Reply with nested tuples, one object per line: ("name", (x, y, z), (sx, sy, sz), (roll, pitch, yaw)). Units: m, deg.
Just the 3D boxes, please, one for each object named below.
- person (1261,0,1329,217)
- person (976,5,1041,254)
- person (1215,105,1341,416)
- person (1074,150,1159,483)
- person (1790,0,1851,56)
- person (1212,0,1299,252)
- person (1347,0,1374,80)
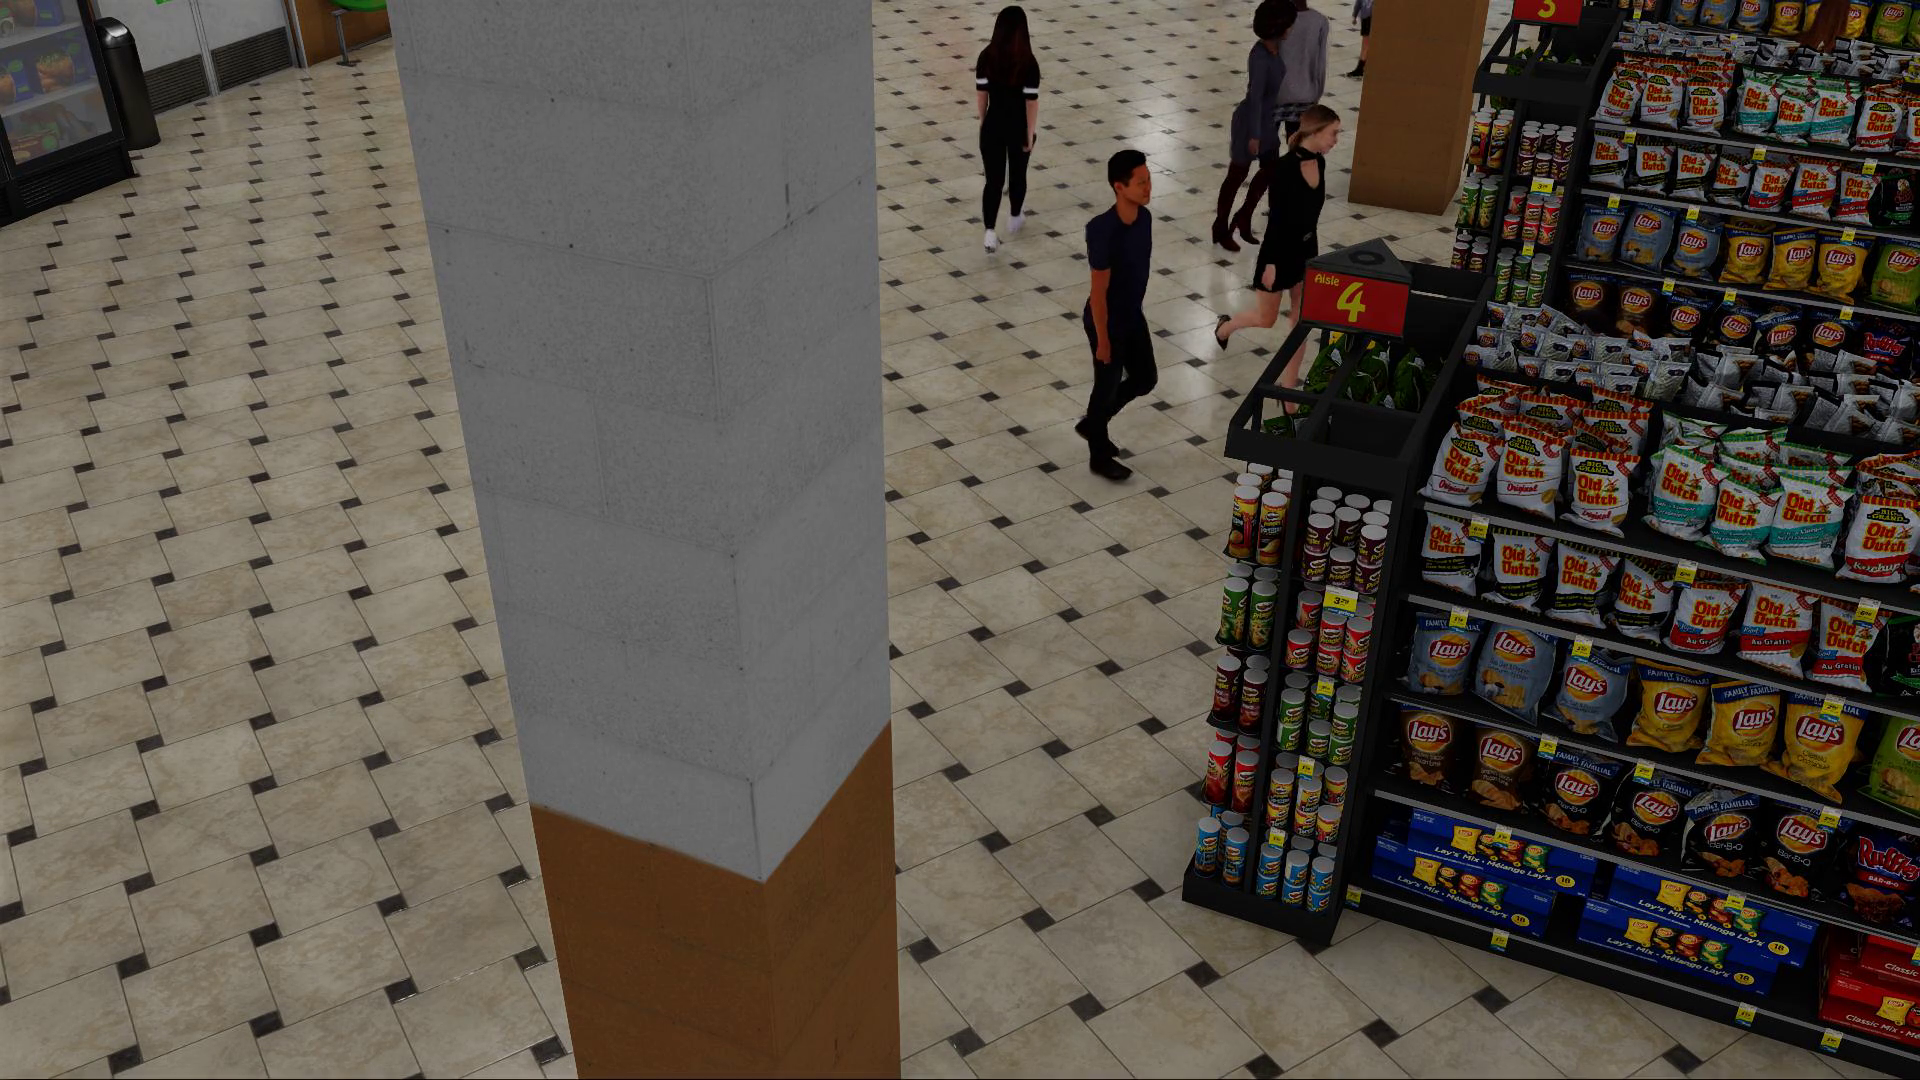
("person", (2.285, -3.022, 11.482), (0.774, 1.763, 0.851), (-1, 32, -2))
("person", (0.284, -2.704, 11.123), (1.093, 1.603, 0.796), (8, 33, 12))
("person", (1.739, -1.523, 9.101), (0.893, 1.734, 1.069), (-19, 37, -28))
("person", (0.718, -1.130, 8.423), (0.731, 1.784, 0.709), (22, 38, 31))
("person", (5.633, -2.827, 11.230), (0.732, 1.698, 0.654), (-15, 35, -22))
("person", (1.904, -2.780, 11.156), (0.625, 1.696, 0.684), (17, 36, 25))
("person", (3.706, -4.664, 14.757), (0.723, 1.091, 0.679), (-16, 35, -23))
